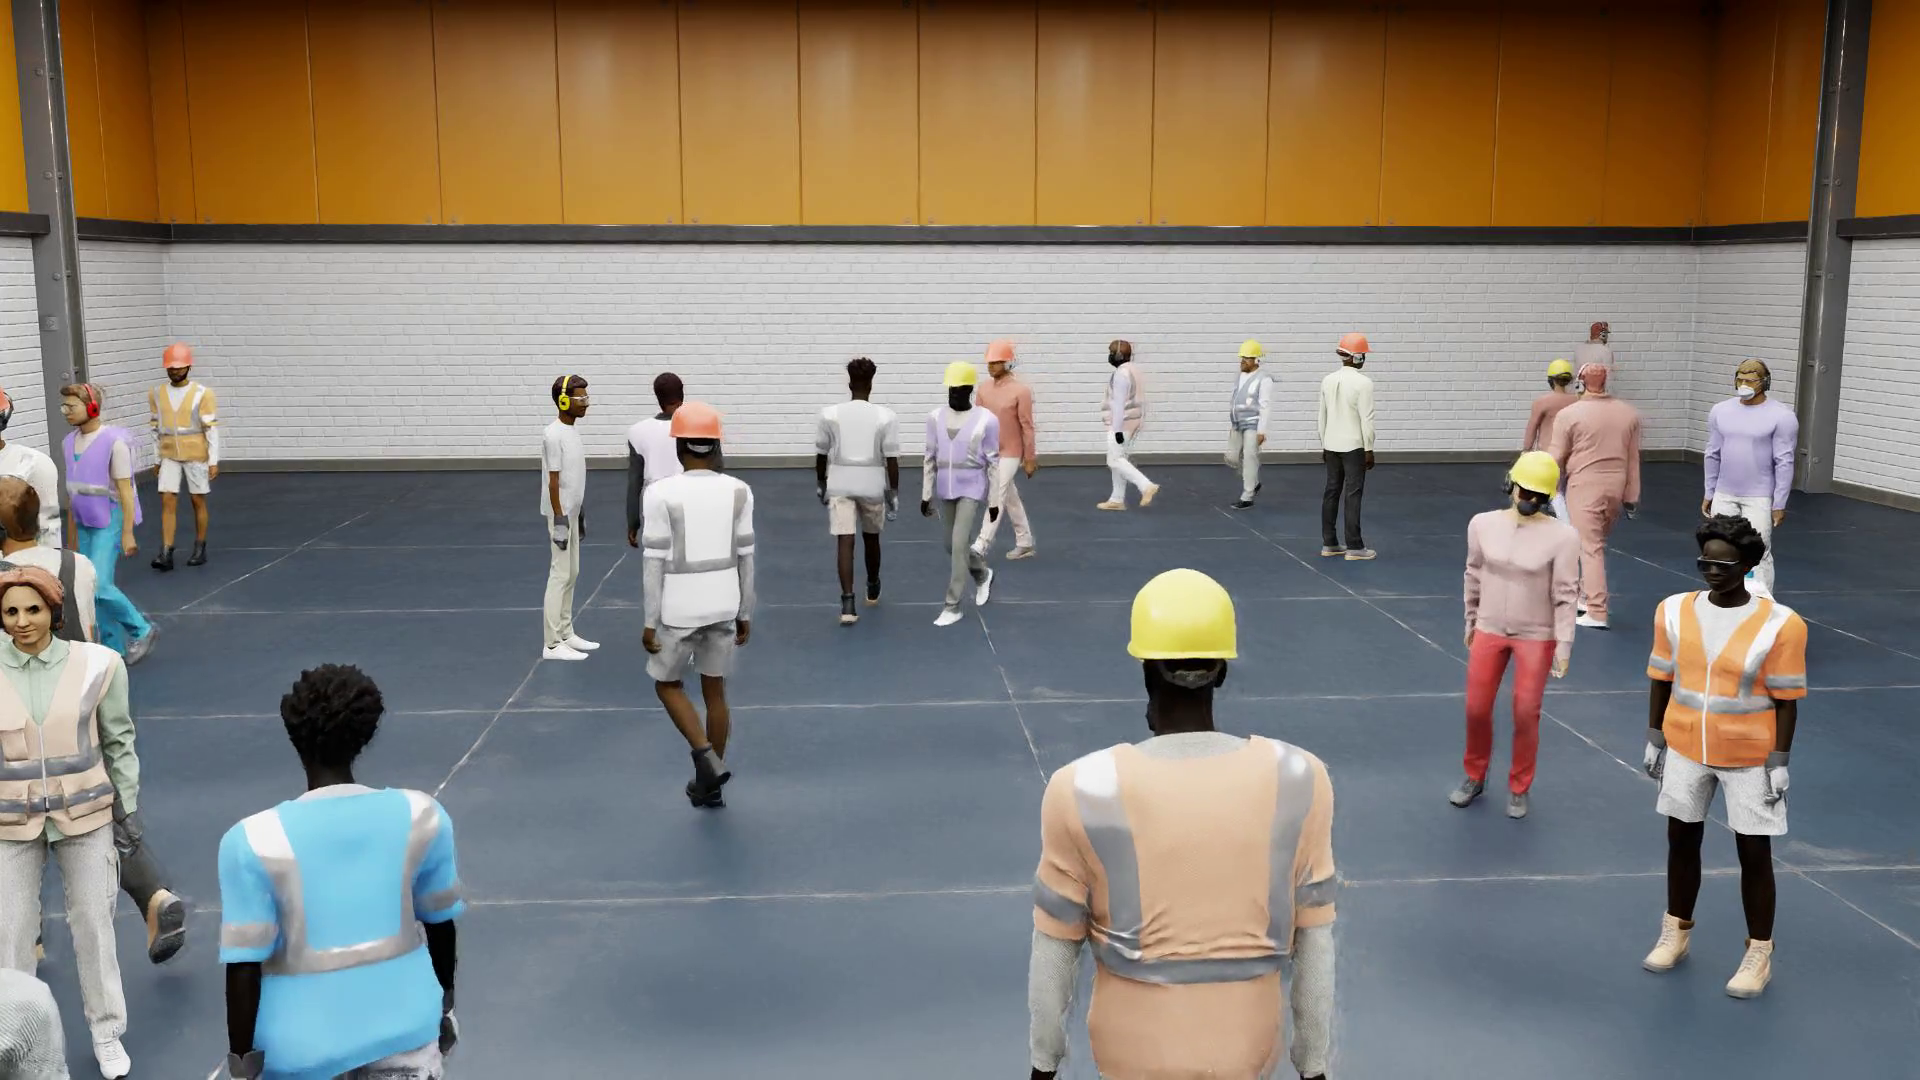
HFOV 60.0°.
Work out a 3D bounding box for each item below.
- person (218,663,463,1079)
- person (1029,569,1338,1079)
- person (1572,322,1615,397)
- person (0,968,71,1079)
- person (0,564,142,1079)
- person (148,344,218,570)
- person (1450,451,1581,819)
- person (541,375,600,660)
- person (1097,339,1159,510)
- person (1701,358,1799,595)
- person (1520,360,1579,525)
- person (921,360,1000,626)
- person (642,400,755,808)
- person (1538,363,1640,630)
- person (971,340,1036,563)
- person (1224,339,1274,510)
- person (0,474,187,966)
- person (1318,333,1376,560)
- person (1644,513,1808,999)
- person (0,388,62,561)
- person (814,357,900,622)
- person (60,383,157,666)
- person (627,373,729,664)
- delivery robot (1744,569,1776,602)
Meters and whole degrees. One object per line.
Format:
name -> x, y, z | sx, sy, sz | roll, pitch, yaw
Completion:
person -> -1.355, 1.104, 3.696 | 0.572, 1.633, 0.874 | -7, 11, -36
person -> 0.433, 0.997, 3.491 | 0.612, 1.907, 0.650 | -1, 9, -9
person -> 8.174, -1.849, 21.389 | 0.403, 1.906, 0.651 | -4, 10, -22
person -> -1.678, 1.226, 2.683 | 0.505, 1.721, 0.701 | -5, 10, -28
person -> -2.788, 0.881, 5.086 | 0.522, 1.638, 0.311 | -5, 10, -28
person -> -6.600, -0.690, 14.084 | 0.572, 1.910, 0.783 | -1, 9, -7
person -> 2.542, 0.439, 7.572 | 0.544, 1.725, 0.489 | 6, 11, 34
person -> -2.562, -0.148, 10.875 | 0.329, 1.861, 0.507 | 0, 9, 3
person -> 1.779, -1.198, 17.557 | 0.609, 1.831, 0.634 | 3, 10, 19
person -> 5.491, -0.300, 11.614 | 0.371, 1.932, 0.622 | -6, 11, -35
person -> 5.552, -0.814, 15.485 | 0.527, 1.722, 0.915 | -3, 9, -16
person -> 0.039, -0.368, 12.134 | 0.593, 1.904, 0.863 | 6, 11, 33
person -> -1.195, 0.321, 7.707 | 0.560, 1.923, 0.506 | -6, 11, -33
person -> 4.496, -0.327, 11.958 | 0.653, 1.869, 0.793 | -3, 10, -19
person -> 0.304, -0.750, 14.385 | 1.025, 1.933, 0.623 | -7, 11, -38
person -> 3.083, -1.226, 17.728 | 0.421, 1.819, 0.620 | -5, 10, -27
person -> -3.183, 0.667, 5.888 | 0.798, 1.817, 0.511 | 5, 10, 27
person -> 3.430, -0.826, 14.685 | 0.386, 1.996, 0.610 | -5, 10, -30
person -> 2.658, 0.740, 5.824 | 0.325, 1.687, 0.536 | -8, 12, -42
person -> -4.640, 0.221, 7.998 | 0.605, 2.033, 0.392 | 0, 9, 0
person -> -0.754, -0.384, 12.210 | 0.621, 1.905, 1.055 | -1, 9, -4
person -> -5.390, -0.070, 10.429 | 0.596, 1.832, 0.442 | 5, 11, 31
person -> -1.798, -0.159, 10.910 | 0.685, 1.858, 0.956 | 1, 9, 7
delivery robot -> 5.189, 0.430, 11.017 | 0.477, 0.478, 0.707 | 3, 10, 20
